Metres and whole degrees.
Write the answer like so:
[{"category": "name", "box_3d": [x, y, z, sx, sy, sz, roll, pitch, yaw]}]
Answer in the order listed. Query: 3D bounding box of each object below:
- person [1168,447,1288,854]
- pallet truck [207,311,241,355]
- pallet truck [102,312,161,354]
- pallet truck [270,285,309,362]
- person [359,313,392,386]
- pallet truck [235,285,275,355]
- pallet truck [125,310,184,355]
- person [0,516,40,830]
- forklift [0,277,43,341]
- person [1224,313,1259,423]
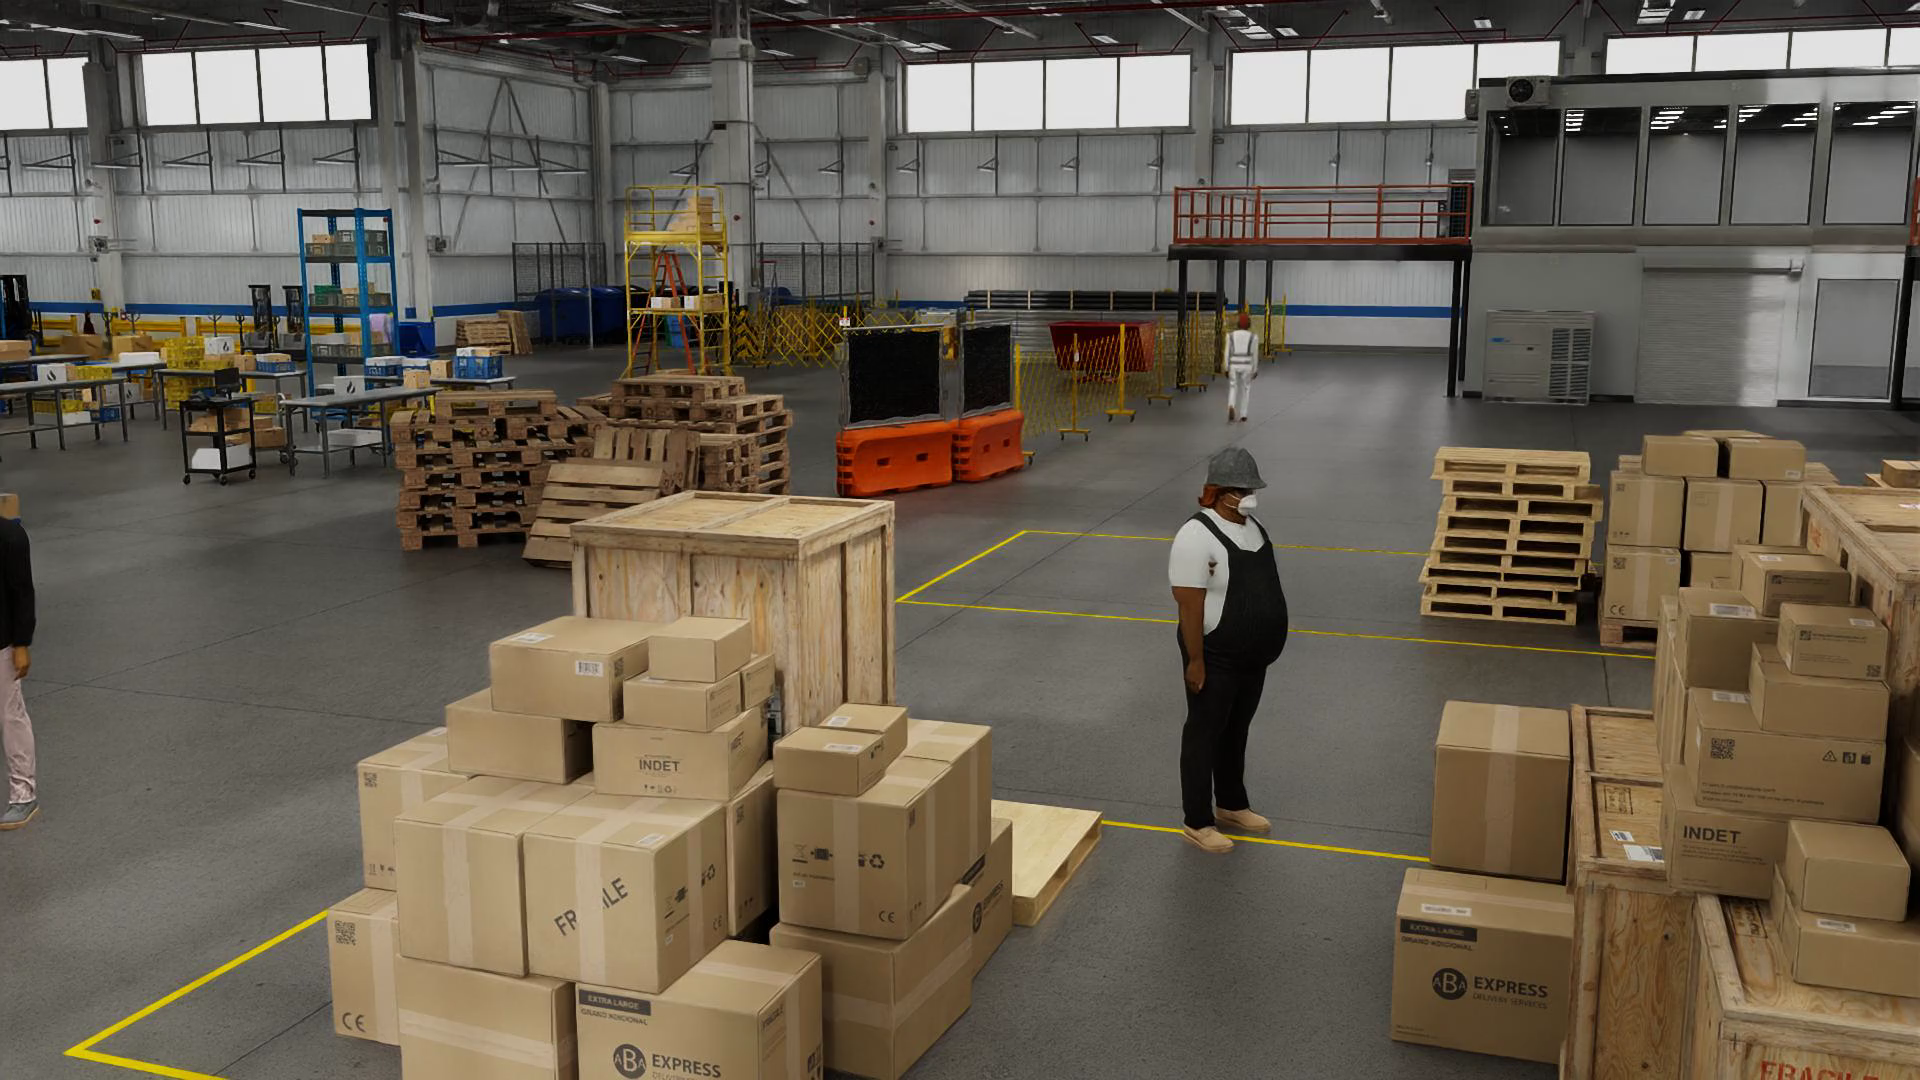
[{"category": "person", "box_3d": [1.387, 0.538, 8.409, 0.538, 2.000, 0.688, 8, 13, 39]}, {"category": "pallet truck", "box_3d": [-19.537, -5.575, 44.913, 0.653, 1.274, 1.630, 3, 11, 19]}, {"category": "pallet truck", "box_3d": [-23.057, -5.777, 46.261, 0.680, 1.201, 1.601, 3, 11, 19]}, {"category": "pallet truck", "box_3d": [-17.147, -5.700, 43.663, 0.823, 1.965, 1.885, 3, 11, 17]}, {"category": "person", "box_3d": [-11.843, -3.913, 33.624, 0.628, 2.011, 0.858, -8, 13, -37]}, {"category": "pallet truck", "box_3d": [-18.327, -5.835, 44.421, 0.823, 1.965, 1.885, 4, 11, 23]}, {"category": "pallet truck", "box_3d": [-22.038, -5.665, 45.457, 0.704, 1.261, 1.522, 3, 11, 17]}, {"category": "person", "box_3d": [-5.111, 0.519, 8.642, 0.609, 1.997, 0.375, 1, 10, 4]}, {"category": "forklift", "box_3d": [-27.151, -6.329, 46.328, 1.157, 1.987, 2.680, 3, 11, 17]}, {"category": "person", "box_3d": [4.824, -2.939, 28.466, 0.574, 1.873, 0.406, 3, 11, 18]}]
